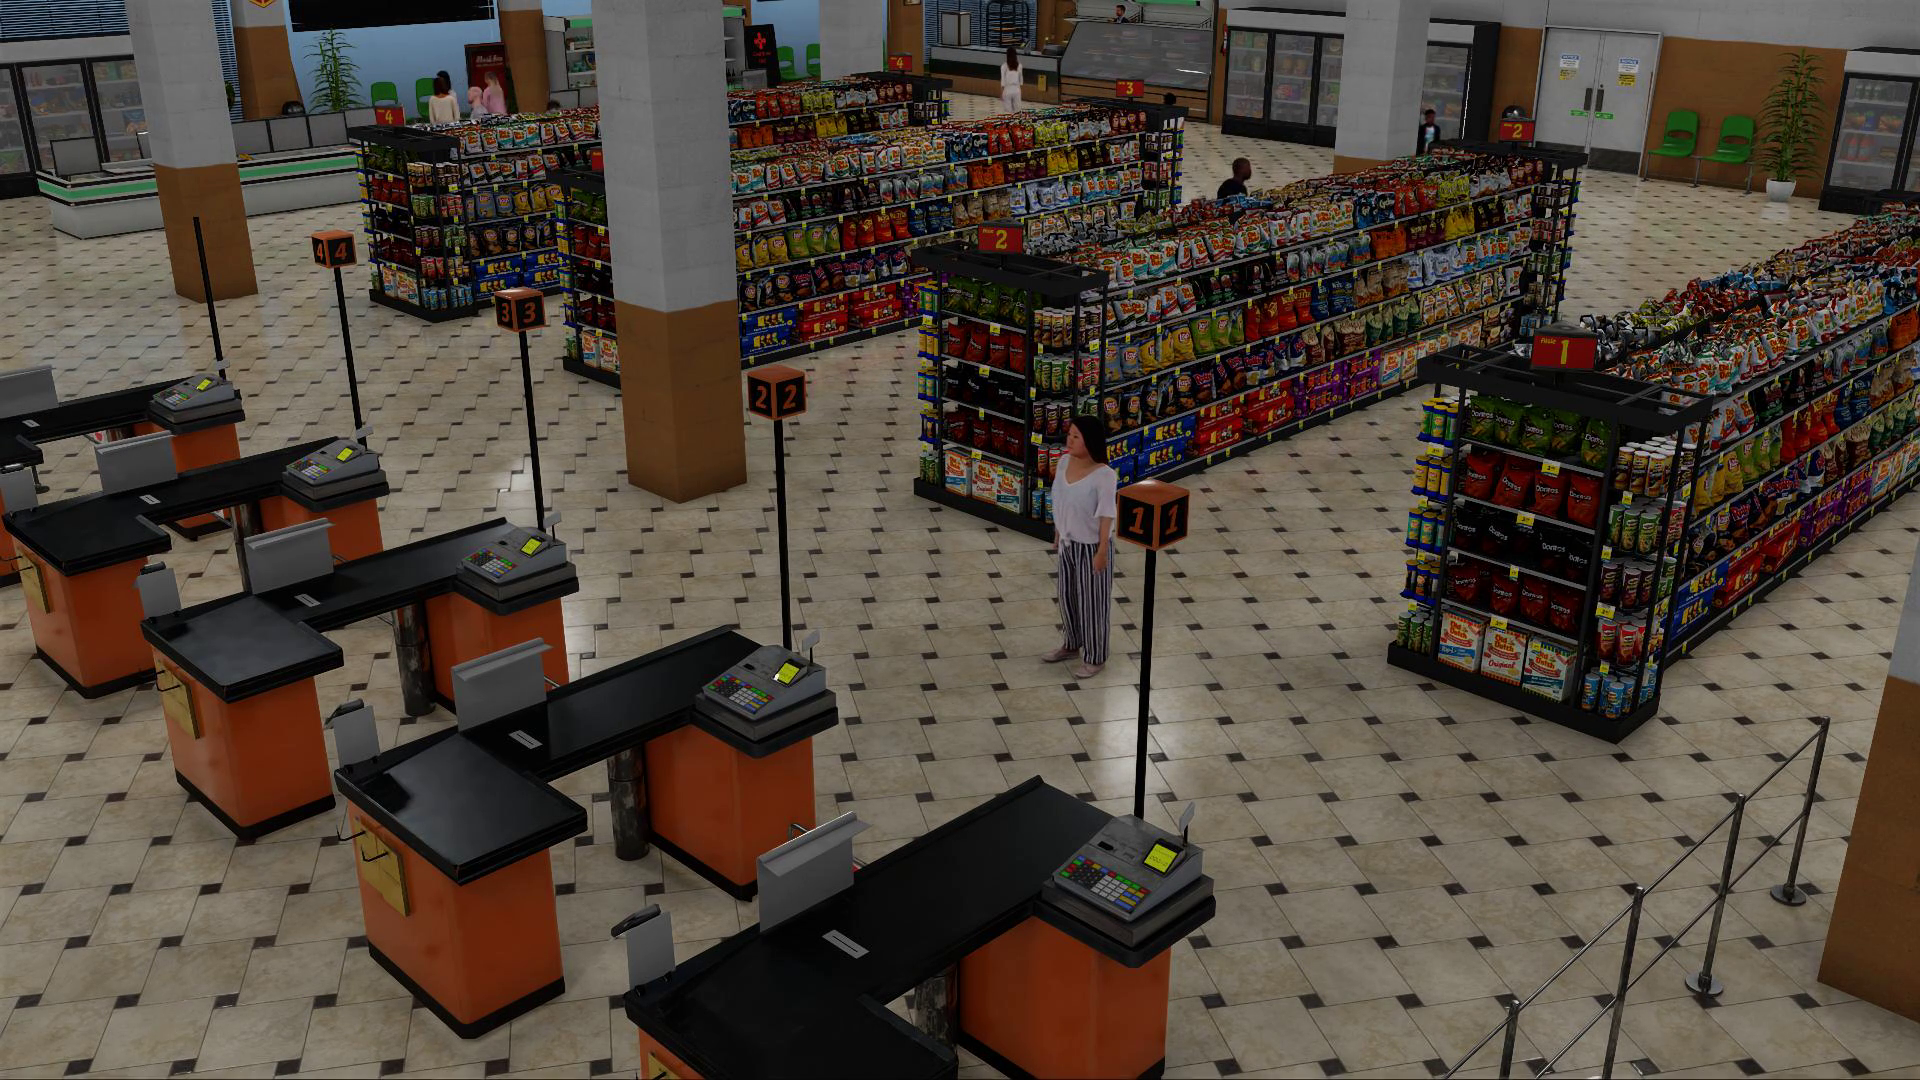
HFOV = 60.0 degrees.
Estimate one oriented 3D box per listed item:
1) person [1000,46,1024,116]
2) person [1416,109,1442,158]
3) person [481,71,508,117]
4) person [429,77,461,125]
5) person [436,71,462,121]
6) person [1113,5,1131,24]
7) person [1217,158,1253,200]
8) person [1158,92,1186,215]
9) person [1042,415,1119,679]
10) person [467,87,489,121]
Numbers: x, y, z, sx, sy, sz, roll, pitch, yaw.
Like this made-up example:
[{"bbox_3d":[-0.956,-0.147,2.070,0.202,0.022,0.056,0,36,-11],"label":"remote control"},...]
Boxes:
[{"bbox_3d":[0.967,-8.381,31.181,0.610,1.688,0.736,-8,23,-19],"label":"person"},{"bbox_3d":[7.345,-6.125,26.166,0.851,1.240,0.922,1,22,2],"label":"person"},{"bbox_3d":[-7.590,-6.855,27.407,0.825,1.669,0.836,9,24,21],"label":"person"},{"bbox_3d":[-8.228,-6.536,26.600,0.672,1.680,0.760,-3,22,-8],"label":"person"},{"bbox_3d":[-8.502,-7.032,27.946,1.024,1.596,0.632,-19,29,-40],"label":"person"},{"bbox_3d":[3.710,-11.414,38.492,0.629,1.866,0.547,20,30,41],"label":"person"},{"bbox_3d":[2.890,-3.297,18.389,1.062,1.793,0.921,-6,23,-14],"label":"person"},{"bbox_3d":[2.980,-5.523,23.929,0.656,1.792,0.782,-8,23,-19],"label":"person"},{"bbox_3d":[0.768,0.021,10.282,0.664,1.680,0.714,-15,26,-33],"label":"person"},{"bbox_3d":[-6.962,-5.668,24.229,0.768,1.837,0.767,-6,23,-14],"label":"person"}]
